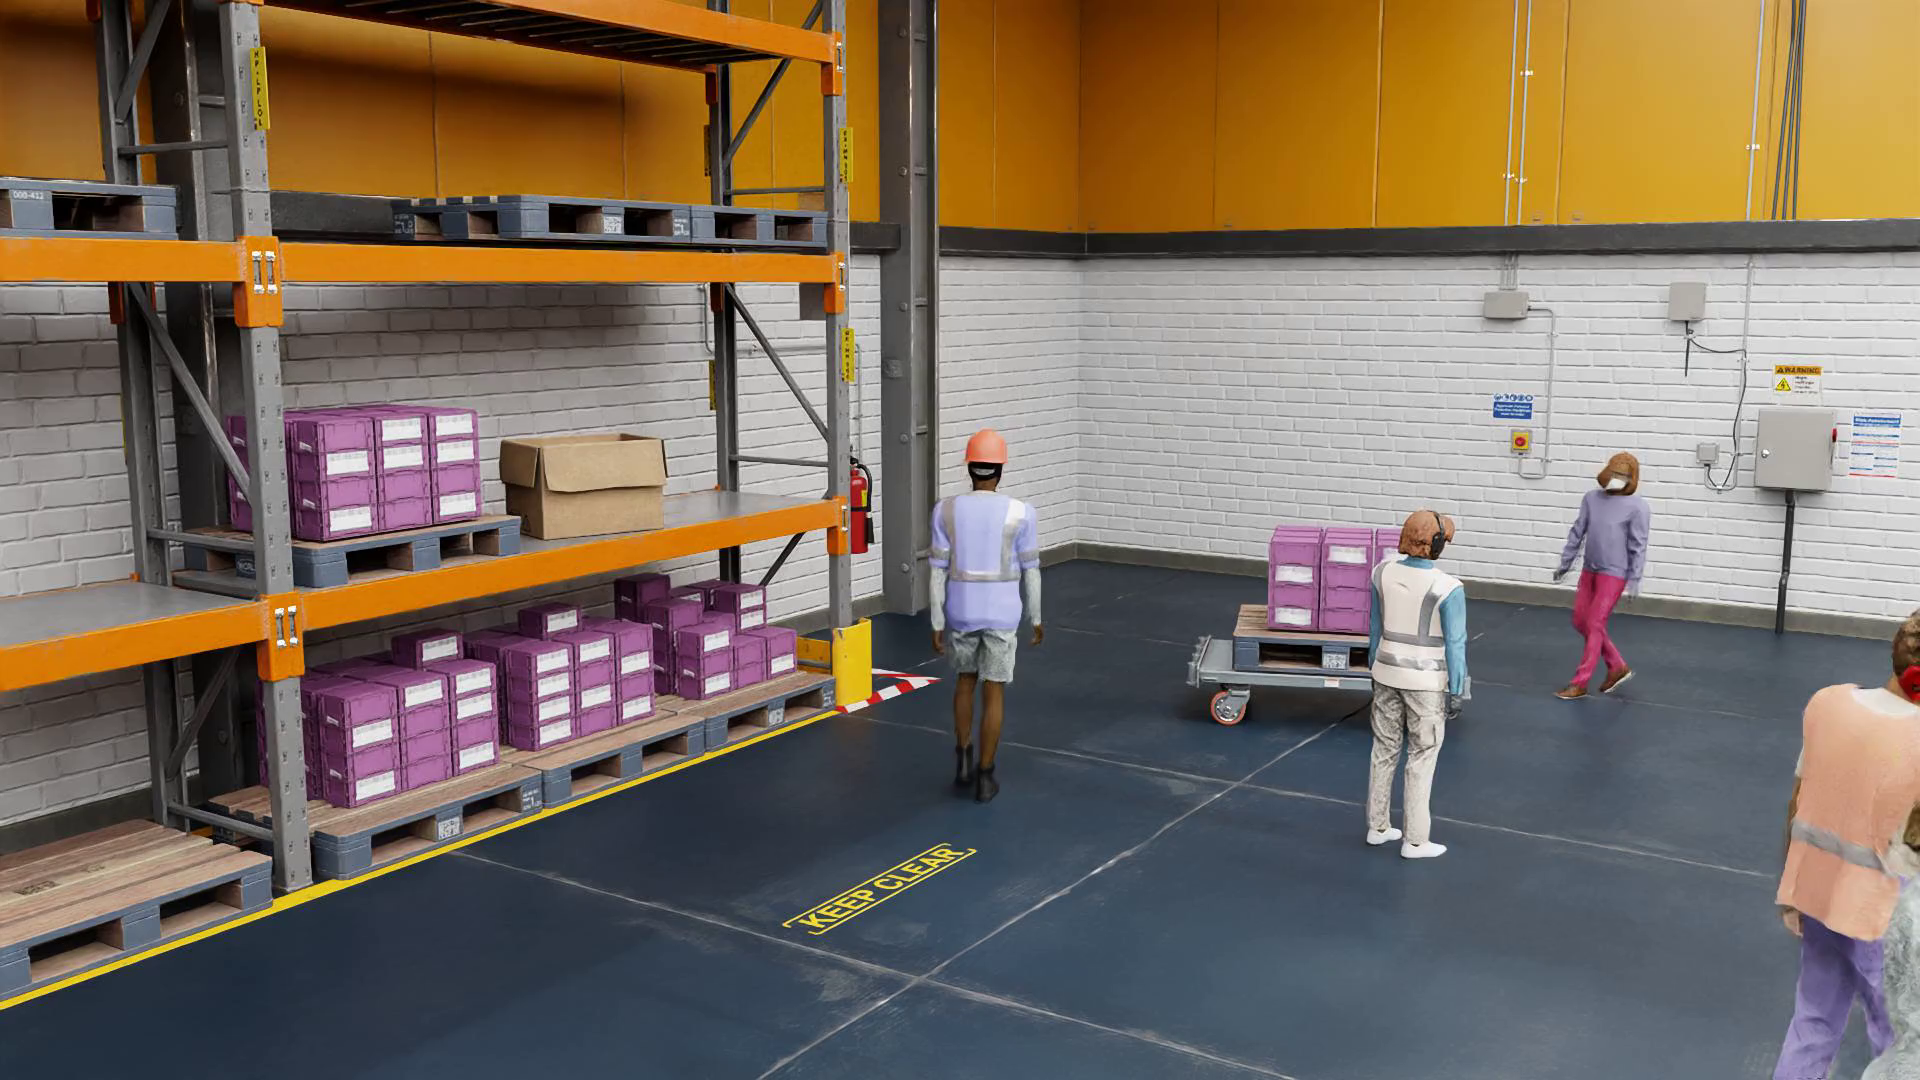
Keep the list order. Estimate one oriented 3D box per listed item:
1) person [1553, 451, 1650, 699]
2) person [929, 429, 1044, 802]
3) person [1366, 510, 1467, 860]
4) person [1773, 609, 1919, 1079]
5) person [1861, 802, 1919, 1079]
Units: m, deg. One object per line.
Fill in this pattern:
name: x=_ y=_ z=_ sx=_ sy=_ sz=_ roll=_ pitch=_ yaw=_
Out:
person: x=4.095 y=0.225 z=10.680 sx=0.554 sy=1.600 sz=0.576 roll=-4 pitch=9 yaw=-22
person: x=0.134 y=0.387 z=8.632 sx=0.558 sy=1.913 sz=0.543 roll=2 pitch=9 yaw=13
person: x=2.099 y=0.668 z=7.701 sx=0.320 sy=1.631 sz=0.527 roll=-7 pitch=11 yaw=-38
person: x=2.454 y=1.058 z=4.554 sx=0.389 sy=1.829 sz=0.643 roll=-3 pitch=9 yaw=-16
person: x=2.080 y=1.261 z=3.531 sx=0.391 sy=1.716 sz=0.507 roll=6 pitch=11 yaw=36
